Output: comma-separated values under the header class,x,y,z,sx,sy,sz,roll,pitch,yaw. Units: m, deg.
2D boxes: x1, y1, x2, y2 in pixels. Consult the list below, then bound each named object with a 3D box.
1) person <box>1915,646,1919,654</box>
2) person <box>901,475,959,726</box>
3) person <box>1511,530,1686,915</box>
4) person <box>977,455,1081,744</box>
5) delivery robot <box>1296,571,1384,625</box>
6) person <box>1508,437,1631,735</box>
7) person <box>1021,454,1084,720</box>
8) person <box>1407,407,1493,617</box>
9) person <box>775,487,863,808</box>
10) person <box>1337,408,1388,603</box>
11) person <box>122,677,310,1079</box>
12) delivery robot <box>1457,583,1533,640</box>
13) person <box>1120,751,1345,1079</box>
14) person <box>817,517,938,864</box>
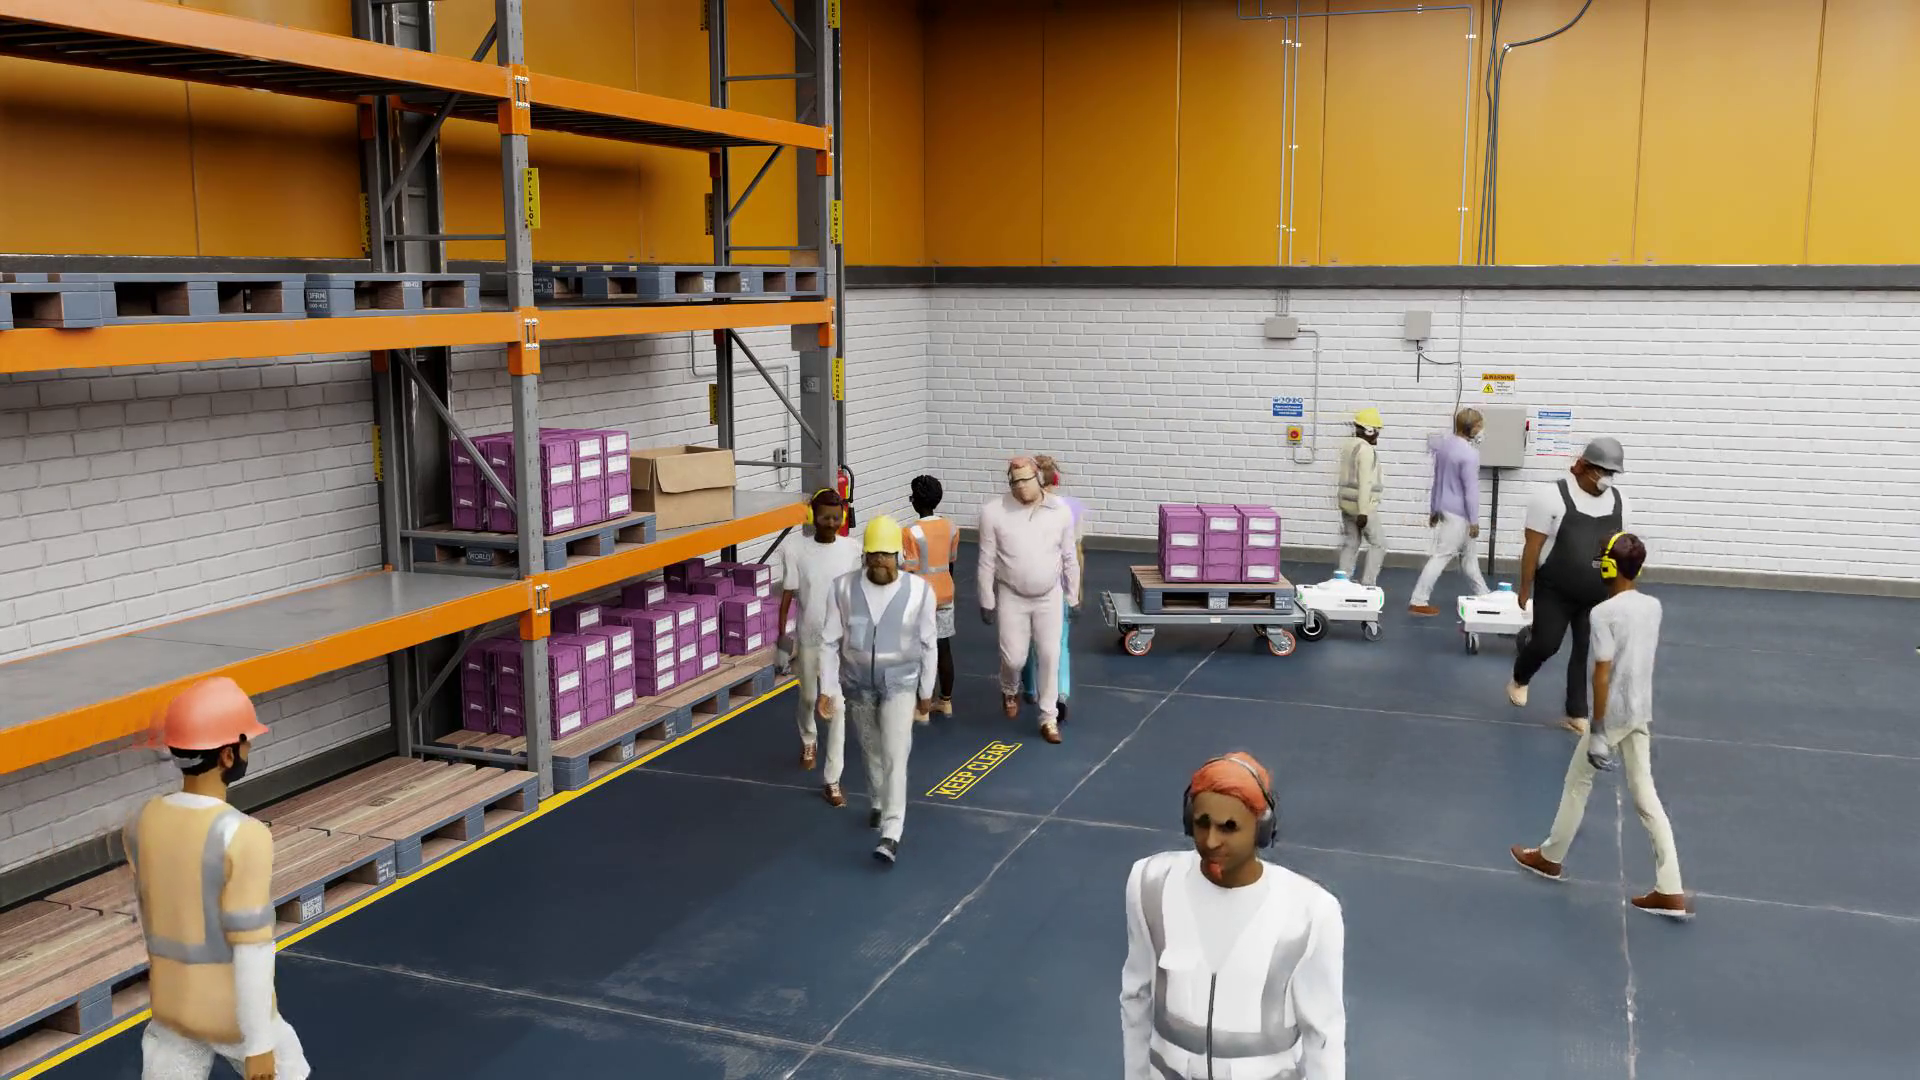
class,x,y,z,sx,sy,sz,roll,pitch,yaw
person,7.795,0.015,12.954,0.657,1.929,0.634,2,9,14
person,-0.224,0.404,11.261,0.318,1.697,0.533,7,12,39
person,3.178,0.856,8.059,0.547,1.818,0.997,-5,10,-28
person,0.450,0.366,10.896,0.699,1.885,0.565,-2,9,-10
delivery robot,3.175,0.503,13.914,0.707,0.478,0.477,1,9,7
person,4.073,0.254,11.124,0.723,2.000,0.781,-1,9,-4
person,0.587,0.314,11.490,0.579,1.813,0.914,-1,9,-6
person,4.450,-0.231,14.727,1.035,1.861,0.632,-1,9,-7
person,-0.835,0.573,9.854,0.536,1.818,0.993,-2,9,-13
person,3.758,-0.311,15.396,0.600,1.801,0.602,-1,9,-7
person,-2.175,1.331,4.856,0.558,1.890,0.977,4,10,22
delivery robot,4.372,0.587,13.386,0.707,0.478,0.477,2,9,15
person,0.624,1.461,4.116,0.612,1.852,0.854,4,10,25
person,-0.437,0.764,8.751,0.603,1.778,0.968,1,9,8
